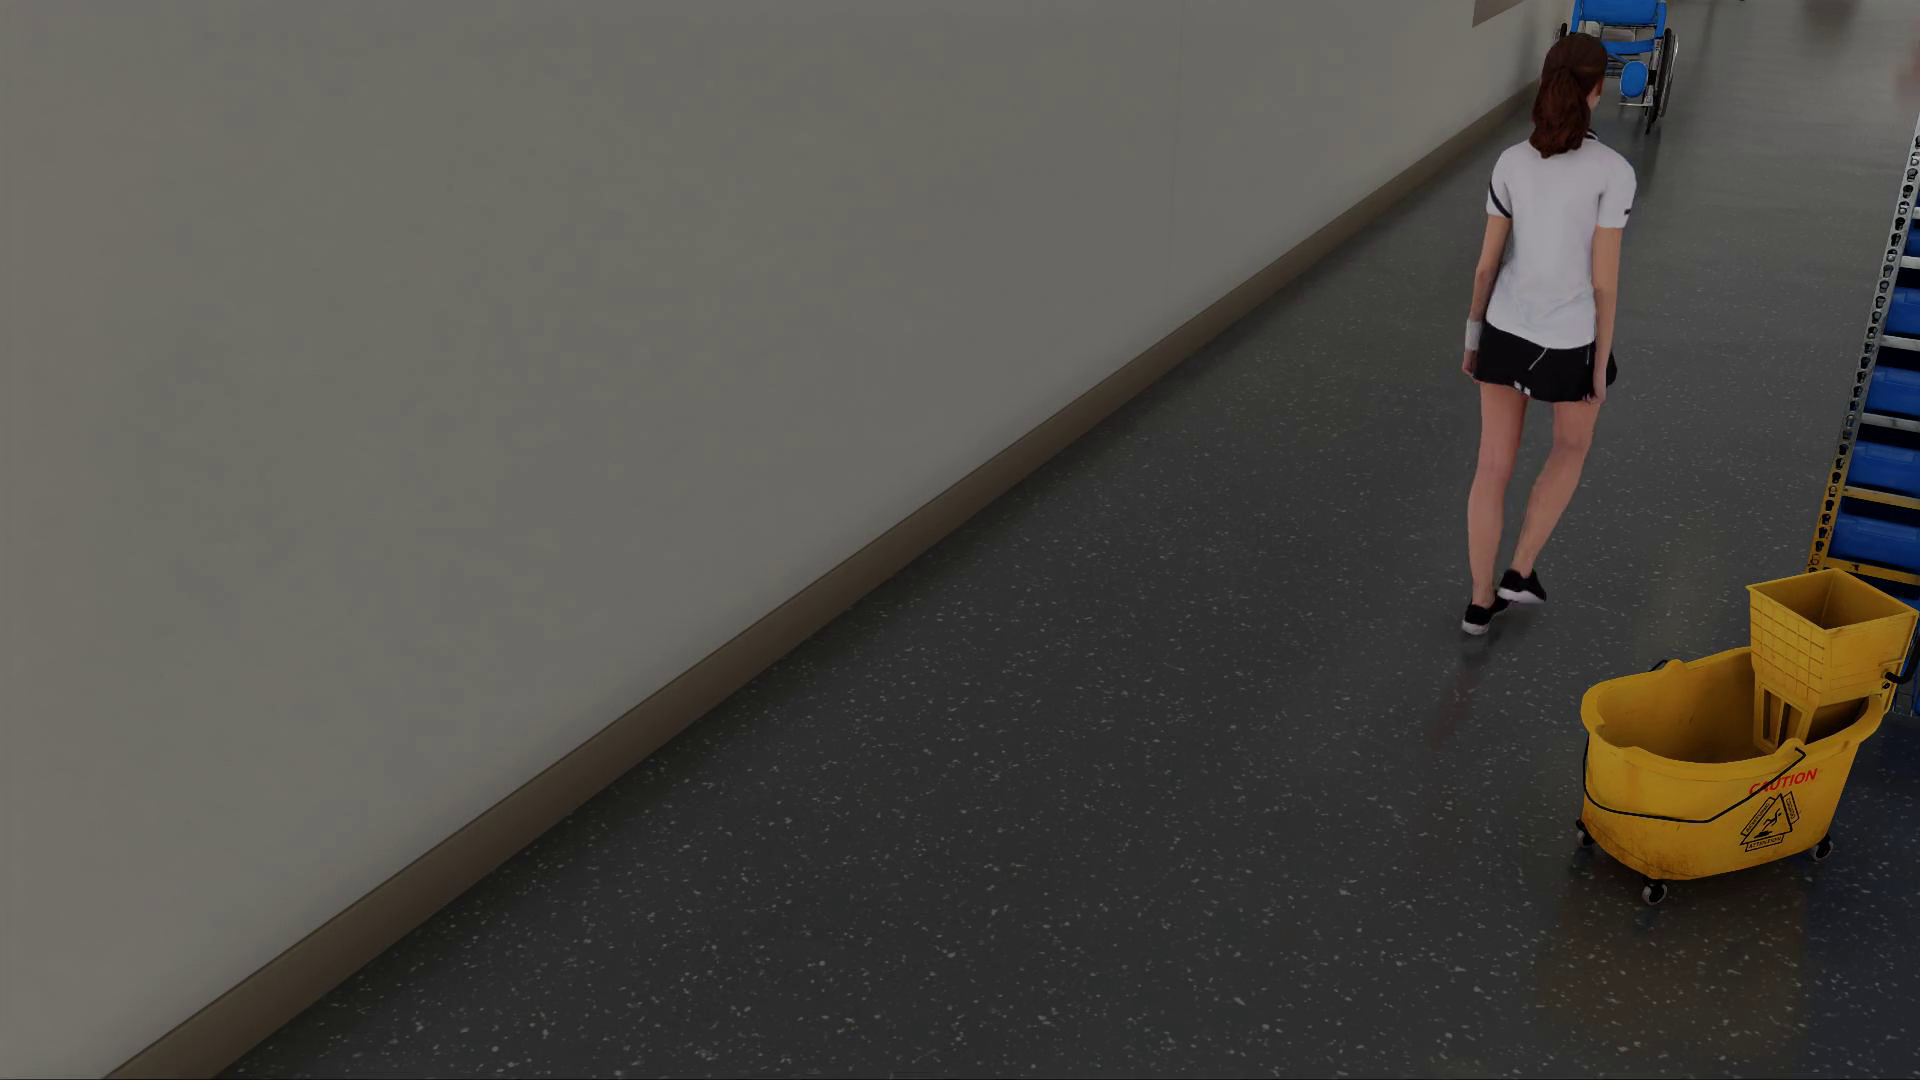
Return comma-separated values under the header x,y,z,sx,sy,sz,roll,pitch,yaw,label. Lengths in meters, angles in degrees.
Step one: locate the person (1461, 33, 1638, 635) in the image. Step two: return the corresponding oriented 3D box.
x,y,z,sx,sy,sz,roll,pitch,yaw,label
1.620,-0.511,4.720,0.564,1.737,0.660,16,30,30,person
